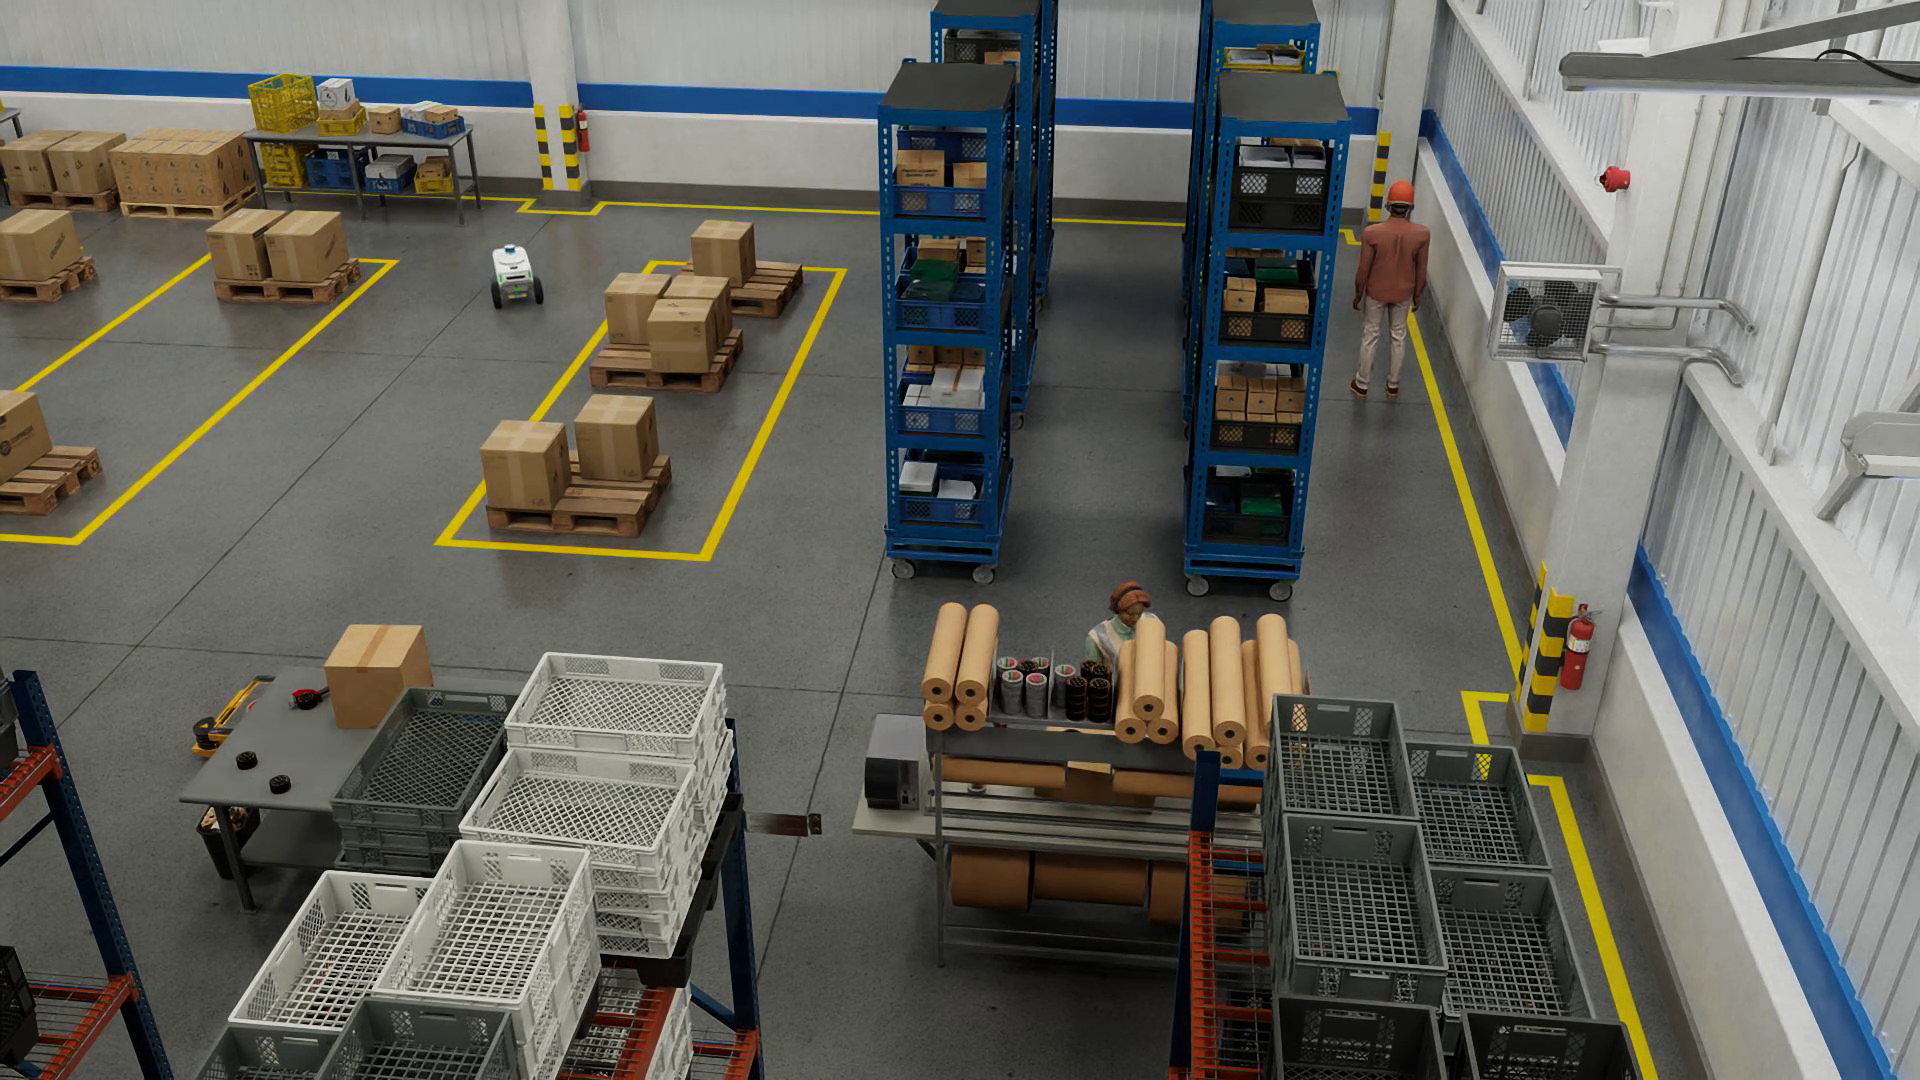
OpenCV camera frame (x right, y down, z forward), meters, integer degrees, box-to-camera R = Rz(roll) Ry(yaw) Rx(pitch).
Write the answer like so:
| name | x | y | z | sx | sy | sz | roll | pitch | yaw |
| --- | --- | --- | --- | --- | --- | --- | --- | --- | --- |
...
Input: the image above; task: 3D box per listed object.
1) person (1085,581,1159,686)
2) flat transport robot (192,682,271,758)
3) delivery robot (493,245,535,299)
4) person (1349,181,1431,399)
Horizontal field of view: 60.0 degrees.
| name | x | y | z | sx | sy | sz | roll | pitch | yaw |
| --- | --- | --- | --- | --- | --- | --- | --- | --- | --- |
| person | 0.930 | 0.946 | 9.673 | 0.514 | 1.636 | 0.310 | -18 | 35 | -28 |
| flat transport robot | -4.089 | 1.163 | 10.648 | 1.431 | 0.197 | 0.652 | 3 | 30 | 6 |
| delivery robot | -4.590 | -2.788 | 17.064 | 0.477 | 0.478 | 0.707 | -10 | 32 | -16 |
| person | 3.794 | -2.201 | 14.726 | 0.621 | 1.994 | 0.381 | 0 | 30 | 0 |
